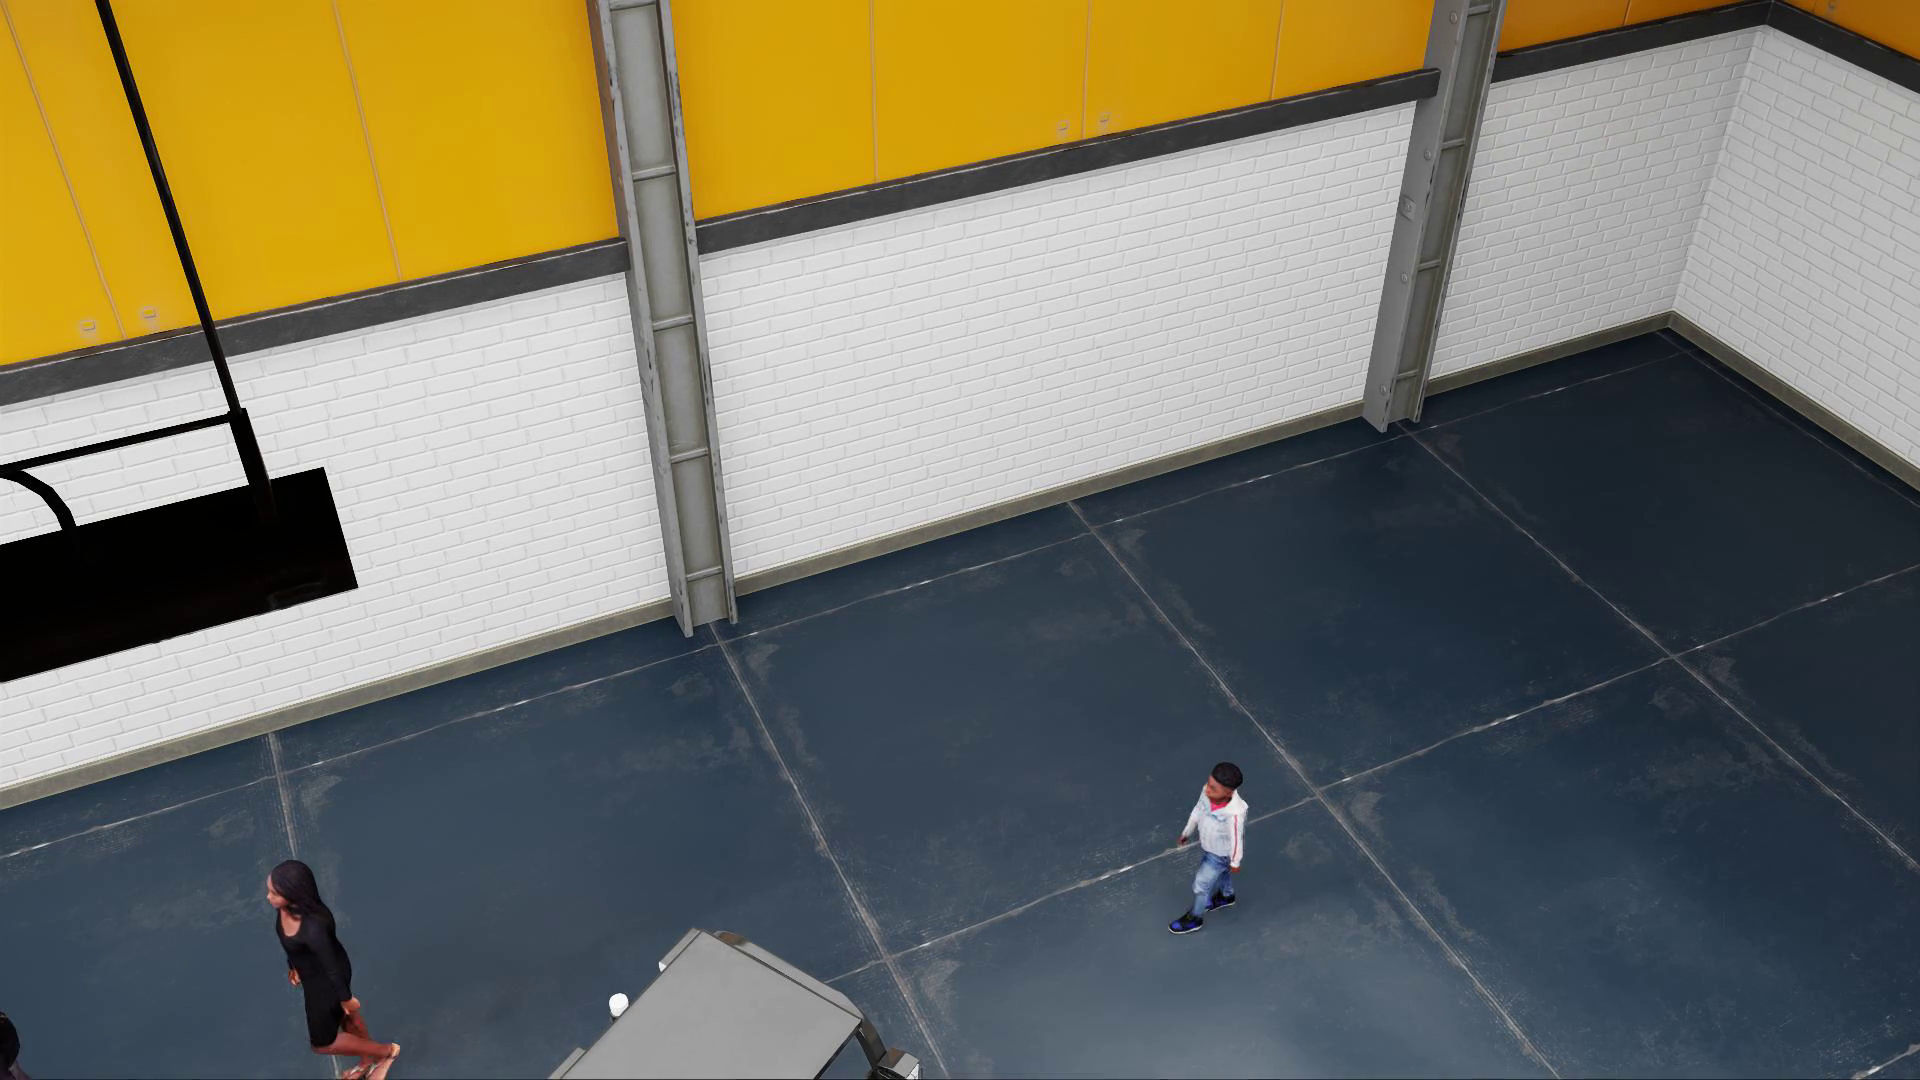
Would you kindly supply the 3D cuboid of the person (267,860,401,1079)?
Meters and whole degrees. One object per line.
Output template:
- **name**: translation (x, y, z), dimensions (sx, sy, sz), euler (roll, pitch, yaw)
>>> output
- **person**: translation (-3.177, 2.207, 8.526), dimensions (0.700, 1.713, 0.674), euler (-26, 45, -29)

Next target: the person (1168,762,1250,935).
- **person**: translation (1.541, 1.715, 9.520), dimensions (0.721, 1.240, 0.540), euler (-10, 40, -12)
